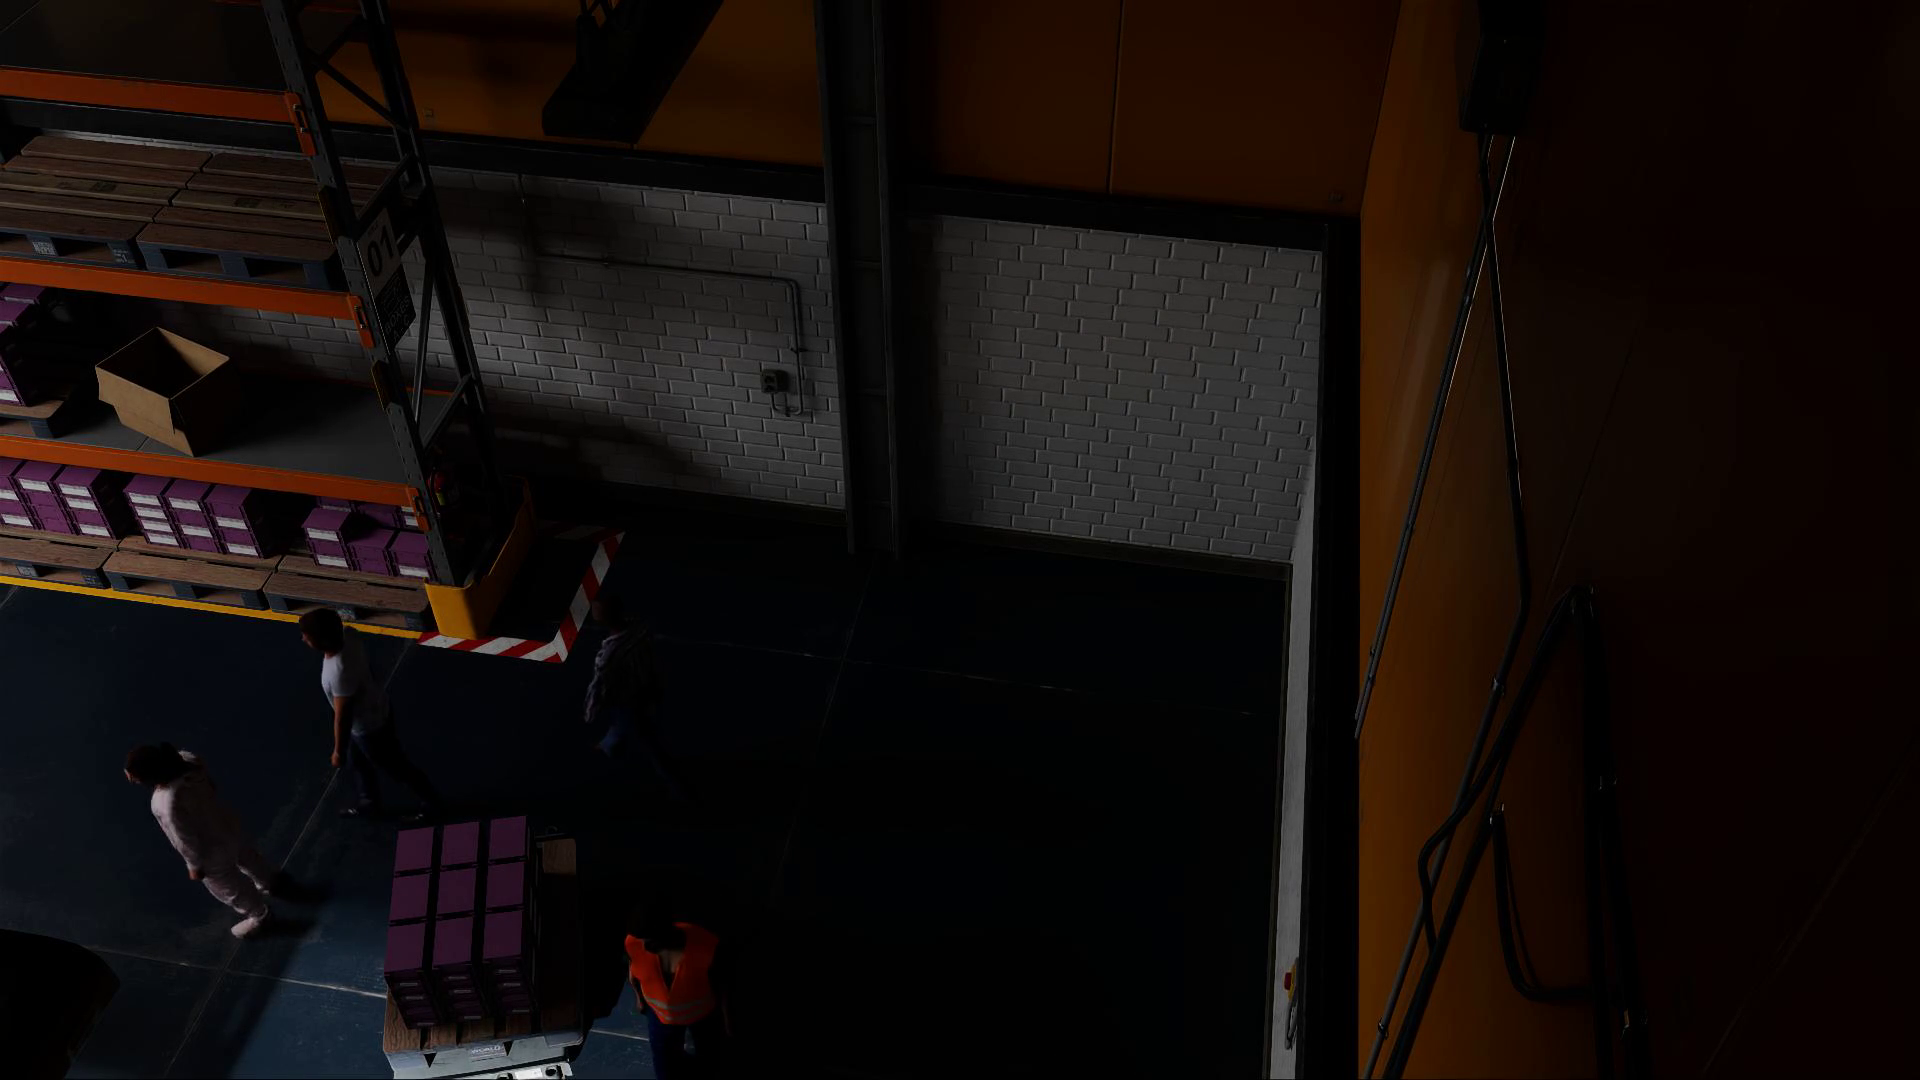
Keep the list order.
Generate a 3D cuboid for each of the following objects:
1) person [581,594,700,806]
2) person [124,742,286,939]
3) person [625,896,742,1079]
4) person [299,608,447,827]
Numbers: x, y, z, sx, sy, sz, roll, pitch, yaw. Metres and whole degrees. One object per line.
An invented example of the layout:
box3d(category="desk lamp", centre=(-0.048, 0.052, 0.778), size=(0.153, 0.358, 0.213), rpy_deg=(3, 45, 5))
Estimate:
box3d(category="person", centre=(-1.856, 1.019, 9.939), size=(1.152, 1.756, 0.752), rpy_deg=(16, 46, 16))
box3d(category="person", centre=(-4.186, 1.635, 9.357), size=(0.679, 1.667, 0.815), rpy_deg=(5, 44, 5))
box3d(category="person", centre=(-1.399, 2.285, 8.532), size=(0.671, 1.864, 0.808), rpy_deg=(2, 44, 2))
box3d(category="person", centre=(-3.396, 1.052, 9.842), size=(1.015, 1.843, 0.894), rpy_deg=(-15, 46, -15))
